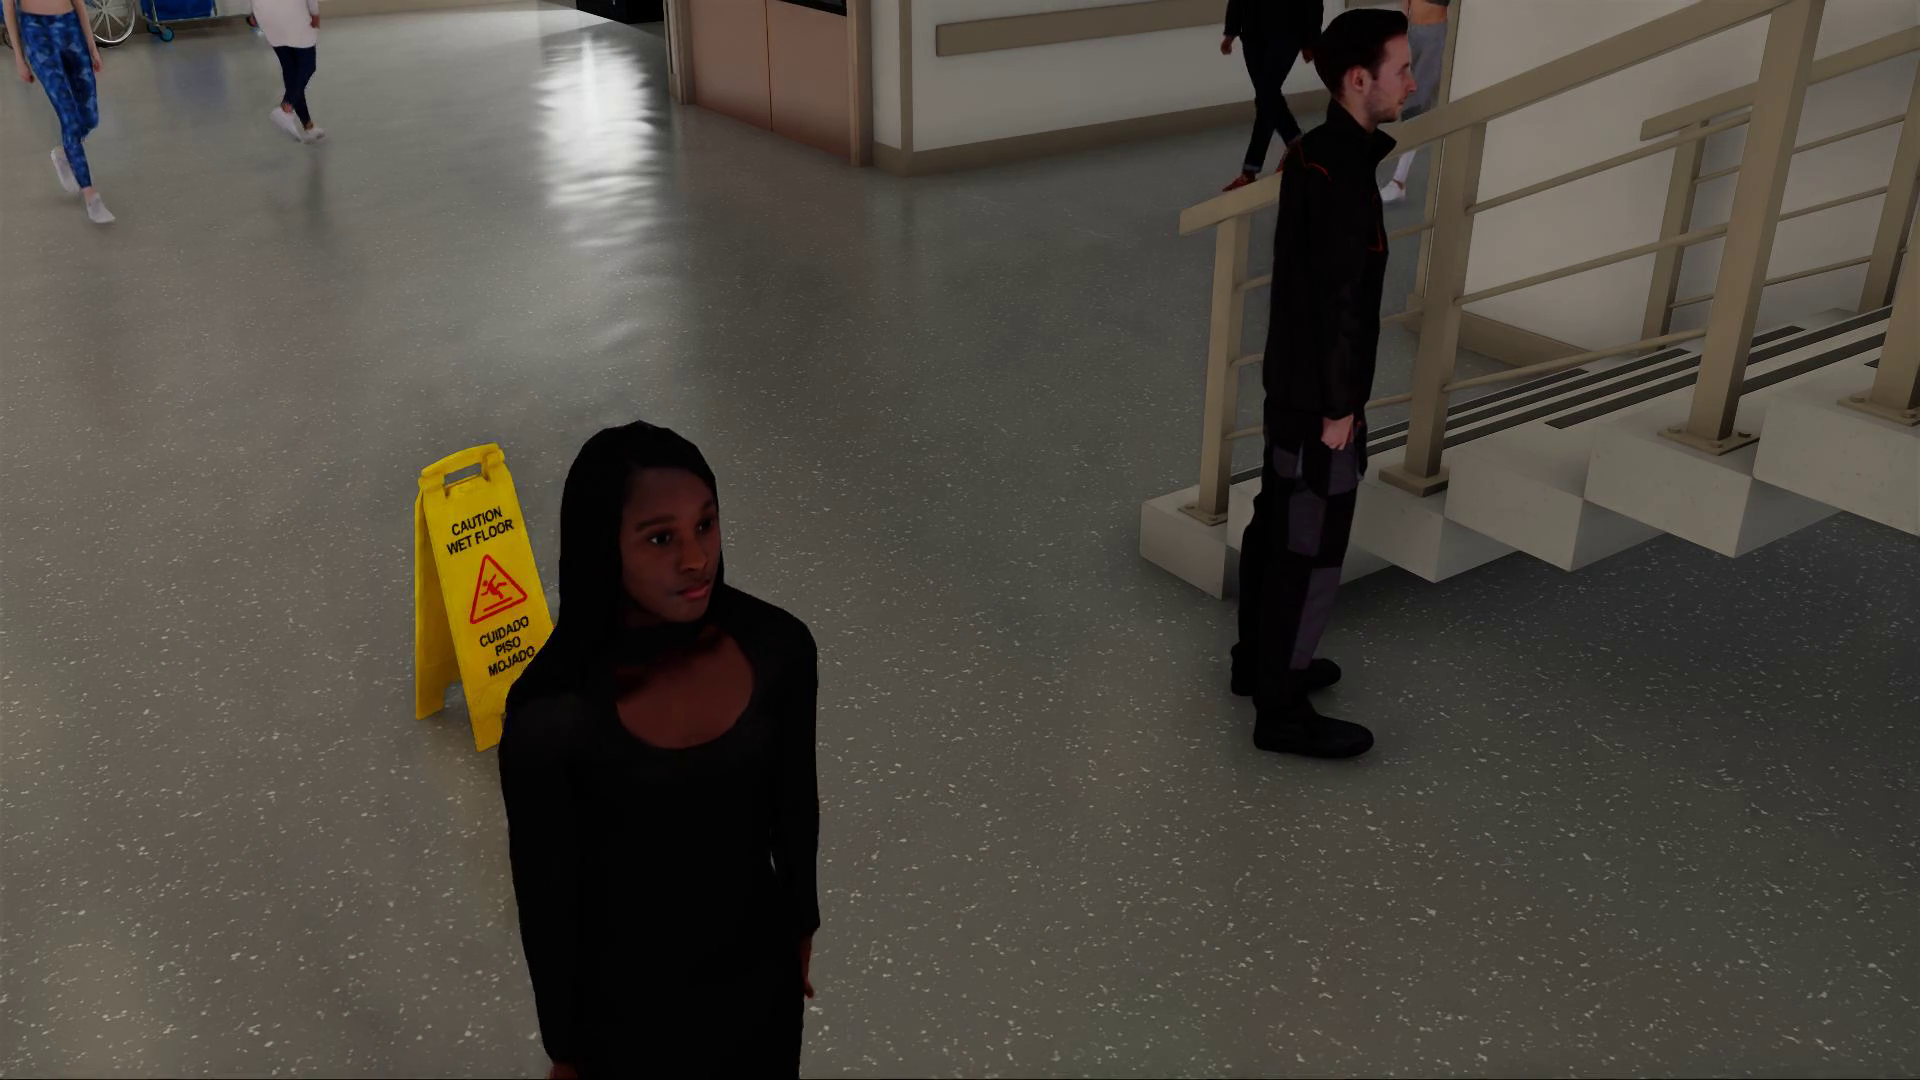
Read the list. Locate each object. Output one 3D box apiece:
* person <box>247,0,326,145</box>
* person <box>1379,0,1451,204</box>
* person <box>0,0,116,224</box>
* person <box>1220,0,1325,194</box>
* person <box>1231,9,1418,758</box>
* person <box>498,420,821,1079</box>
[{"bbox_3d":[-4.396,-3.398,10.706,0.919,1.756,1.006,2,26,3],"label":"person"},{"bbox_3d":[2.741,-2.809,9.581,0.629,1.672,1.012,-15,30,-28],"label":"person"},{"bbox_3d":[-4.995,-2.666,9.178,1.104,1.764,0.727,22,33,38],"label":"person"},{"bbox_3d":[1.881,-2.950,9.750,1.181,1.779,0.886,23,34,39],"label":"person"},{"bbox_3d":[0.924,-0.375,4.258,0.833,1.911,0.731,0,26,1],"label":"person"},{"bbox_3d":[-0.451,0.616,2.436,0.637,1.708,0.925,-19,31,-34],"label":"person"}]
